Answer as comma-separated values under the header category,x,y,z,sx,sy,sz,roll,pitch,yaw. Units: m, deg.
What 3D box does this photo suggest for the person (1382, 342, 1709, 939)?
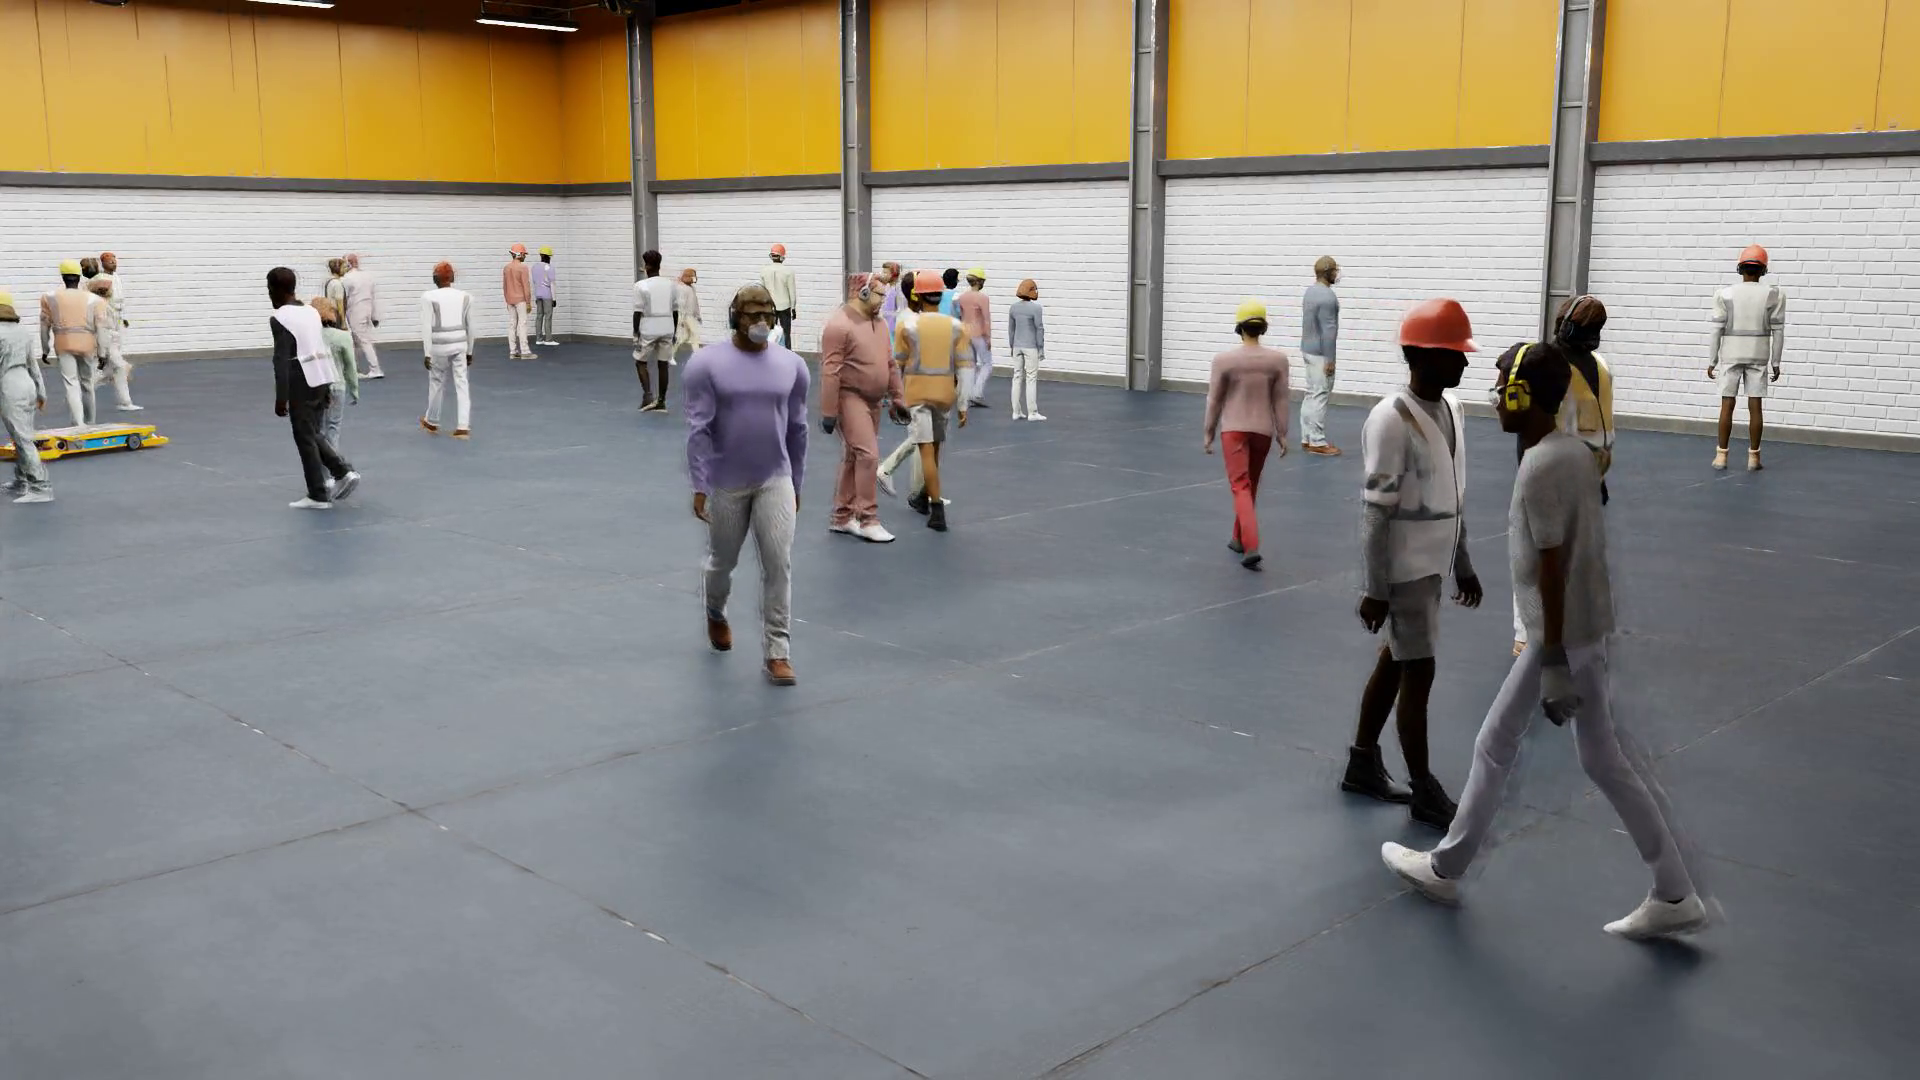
category,x,y,z,sx,sy,sz,roll,pitch,yaw
person,1.827,0.318,5.076,1.004,1.815,0.571,8,13,37

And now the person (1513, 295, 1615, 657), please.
category,x,y,z,sx,sy,sz,roll,pitch,yaw
person,3.034,-0.298,8.330,0.619,1.838,0.430,-7,12,-33

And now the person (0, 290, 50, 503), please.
category,x,y,z,sx,sy,sz,roll,pitch,yaw
person,-7.657,-1.158,13.437,0.724,1.694,0.534,2,11,10

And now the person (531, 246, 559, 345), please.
category,x,y,z,sx,sy,sz,roll,pitch,yaw
person,-8.048,-4.736,32.308,0.584,1.919,0.388,6,12,30

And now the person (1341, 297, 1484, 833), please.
category,x,y,z,sx,sy,sz,roll,pitch,yaw
person,1.680,0.084,6.059,0.545,1.936,0.556,8,13,39

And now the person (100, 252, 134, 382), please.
category,x,y,z,sx,sy,sz,roll,pitch,yaw
person,-12.394,-3.253,24.307,0.338,1.882,0.583,2,11,10

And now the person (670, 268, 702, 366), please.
category,x,y,z,sx,sy,sz,roll,pitch,yaw
person,-4.462,-3.623,27.087,0.777,1.604,0.501,2,11,10

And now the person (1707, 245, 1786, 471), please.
category,x,y,z,sx,sy,sz,roll,pitch,yaw
person,7.146,-1.652,15.147,0.615,2.042,0.375,4,11,22

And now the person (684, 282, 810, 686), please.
category,x,y,z,sx,sy,sz,roll,pitch,yaw
person,-1.040,-0.298,8.126,0.631,1.915,0.890,-4,11,-19

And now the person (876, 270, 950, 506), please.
category,x,y,z,sx,sy,sz,roll,pitch,yaw
person,-0.367,-1.183,13.087,0.540,1.856,0.540,-1,10,-7

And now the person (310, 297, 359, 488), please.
category,x,y,z,sx,sy,sz,roll,pitch,yaw
person,-5.404,-1.266,14.209,0.517,1.603,0.686,-2,11,-13

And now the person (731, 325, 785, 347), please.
category,x,y,z,sx,sy,sz,roll,pitch,yaw
person,-1.816,-1.403,14.978,0.523,1.611,0.801,-5,11,-25

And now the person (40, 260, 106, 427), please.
category,x,y,z,sx,sy,sz,roll,pitch,yaw
person,-9.455,-2.045,17.768,0.604,1.875,1.007,-7,12,-33

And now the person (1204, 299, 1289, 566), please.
category,x,y,z,sx,sy,sz,roll,pitch,yaw
person,1.880,-0.711,10.883,0.532,1.724,0.884,-2,11,-9

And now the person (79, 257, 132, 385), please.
category,x,y,z,sx,sy,sz,roll,pitch,yaw
person,-12.191,-3.092,23.593,0.541,1.825,0.632,-9,13,-39

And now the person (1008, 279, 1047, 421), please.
category,x,y,z,sx,sy,sz,roll,pitch,yaw
person,0.774,-2.198,19.237,0.498,1.634,0.283,10,14,43

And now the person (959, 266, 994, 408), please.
category,x,y,z,sx,sy,sz,roll,pitch,yaw
person,0.214,-2.505,20.593,0.545,1.751,0.382,10,15,44

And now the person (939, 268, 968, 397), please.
category,x,y,z,sx,sy,sz,roll,pitch,yaw
person,-0.126,-2.739,22.016,0.541,1.695,0.315,8,13,37

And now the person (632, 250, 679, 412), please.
category,x,y,z,sx,sy,sz,roll,pitch,yaw
person,-3.655,-2.491,19.945,0.625,1.960,0.451,-7,12,-33

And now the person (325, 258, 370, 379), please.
category,x,y,z,sx,sy,sz,roll,pitch,yaw
person,-9.210,-3.228,24.397,0.889,1.817,0.520,-6,12,-29

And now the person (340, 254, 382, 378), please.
category,x,y,z,sx,sy,sz,roll,pitch,yaw
person,-9.096,-3.344,24.893,1.017,1.843,0.671,3,11,15

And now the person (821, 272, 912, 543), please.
category,x,y,z,sx,sy,sz,roll,pitch,yaw
person,-0.612,-0.926,11.665,0.774,1.869,0.644,5,12,27

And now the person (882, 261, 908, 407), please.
category,x,y,z,sx,sy,sz,roll,pitch,yaw
person,-0.737,-2.566,20.766,0.811,1.822,0.574,-3,11,-15

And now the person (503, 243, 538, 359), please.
category,x,y,z,sx,sy,sz,roll,pitch,yaw
person,-7.625,-4.122,28.758,0.613,1.991,0.392,8,13,36

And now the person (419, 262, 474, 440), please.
category,x,y,z,sx,sy,sz,roll,pitch,yaw
person,-5.452,-2.002,17.587,0.608,1.839,0.953,-8,13,-38

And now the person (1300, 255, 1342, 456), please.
category,x,y,z,sx,sy,sz,roll,pitch,yaw
person,3.509,-1.783,16.167,0.386,1.930,0.670,-1,10,-5

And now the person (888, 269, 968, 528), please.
category,x,y,z,sx,sy,sz,roll,pitch,yaw
person,-0.232,-1.056,12.361,0.550,1.885,1.028,-4,11,-20

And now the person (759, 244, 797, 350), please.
category,x,y,z,sx,sy,sz,roll,pitch,yaw
person,-2.865,-3.671,26.282,0.610,1.996,0.386,3,11,16

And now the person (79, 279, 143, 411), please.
category,x,y,z,sx,sy,sz,roll,pitch,yaw
person,-10.385,-2.353,20.129,0.700,1.614,0.524,-6,12,-28

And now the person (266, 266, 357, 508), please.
category,x,y,z,sx,sy,sz,roll,pitch,yaw
person,-5.110,-1.177,12.977,0.491,1.895,0.601,1,10,3

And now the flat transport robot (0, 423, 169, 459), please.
category,x,y,z,sx,sy,sz,roll,pitch,yaw
flat transport robot,-8.625,-0.987,16.353,0.652,0.197,1.431,5,12,25
